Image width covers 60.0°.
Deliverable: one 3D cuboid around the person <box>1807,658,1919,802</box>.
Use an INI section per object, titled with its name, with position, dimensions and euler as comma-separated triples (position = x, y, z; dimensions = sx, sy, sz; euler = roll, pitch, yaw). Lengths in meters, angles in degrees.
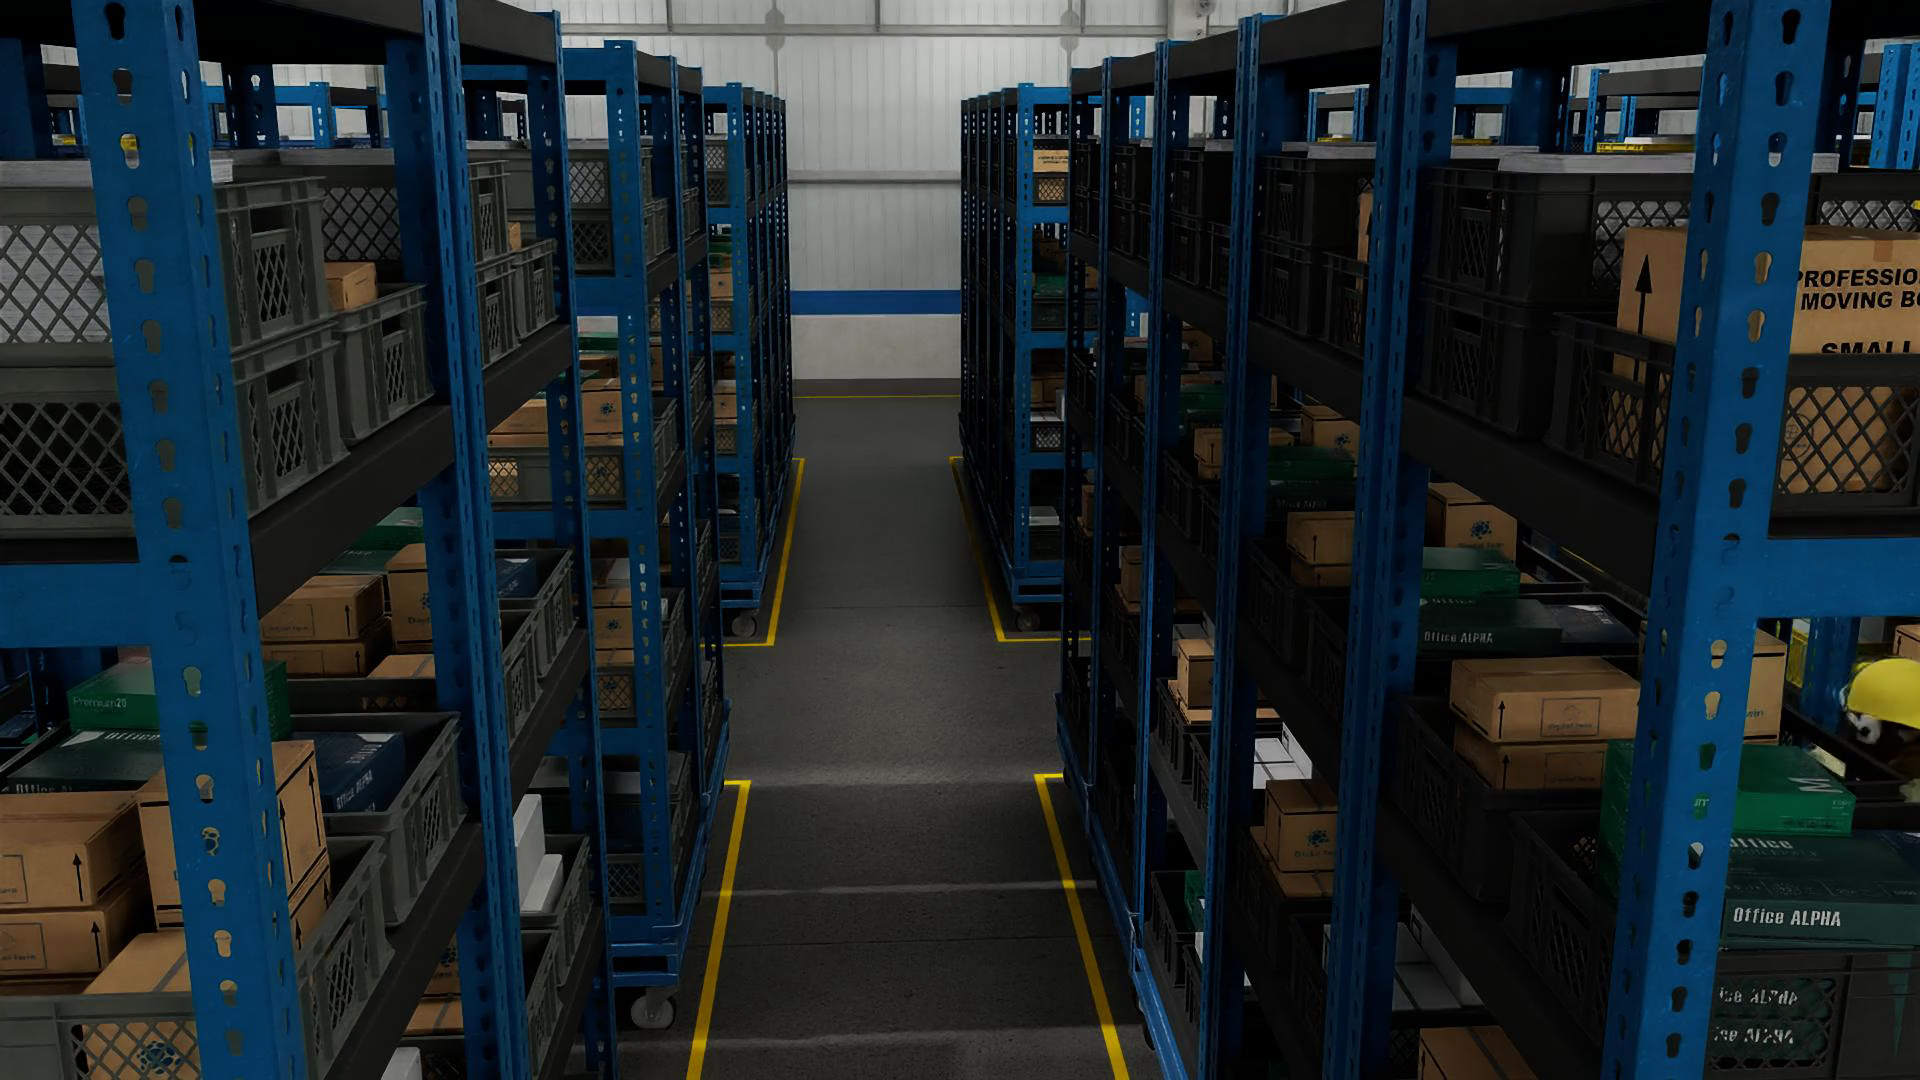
[person]
position = 2.685, 1.222, 5.065
dimensions = 0.621, 1.821, 0.405
euler = -4, 14, -14
